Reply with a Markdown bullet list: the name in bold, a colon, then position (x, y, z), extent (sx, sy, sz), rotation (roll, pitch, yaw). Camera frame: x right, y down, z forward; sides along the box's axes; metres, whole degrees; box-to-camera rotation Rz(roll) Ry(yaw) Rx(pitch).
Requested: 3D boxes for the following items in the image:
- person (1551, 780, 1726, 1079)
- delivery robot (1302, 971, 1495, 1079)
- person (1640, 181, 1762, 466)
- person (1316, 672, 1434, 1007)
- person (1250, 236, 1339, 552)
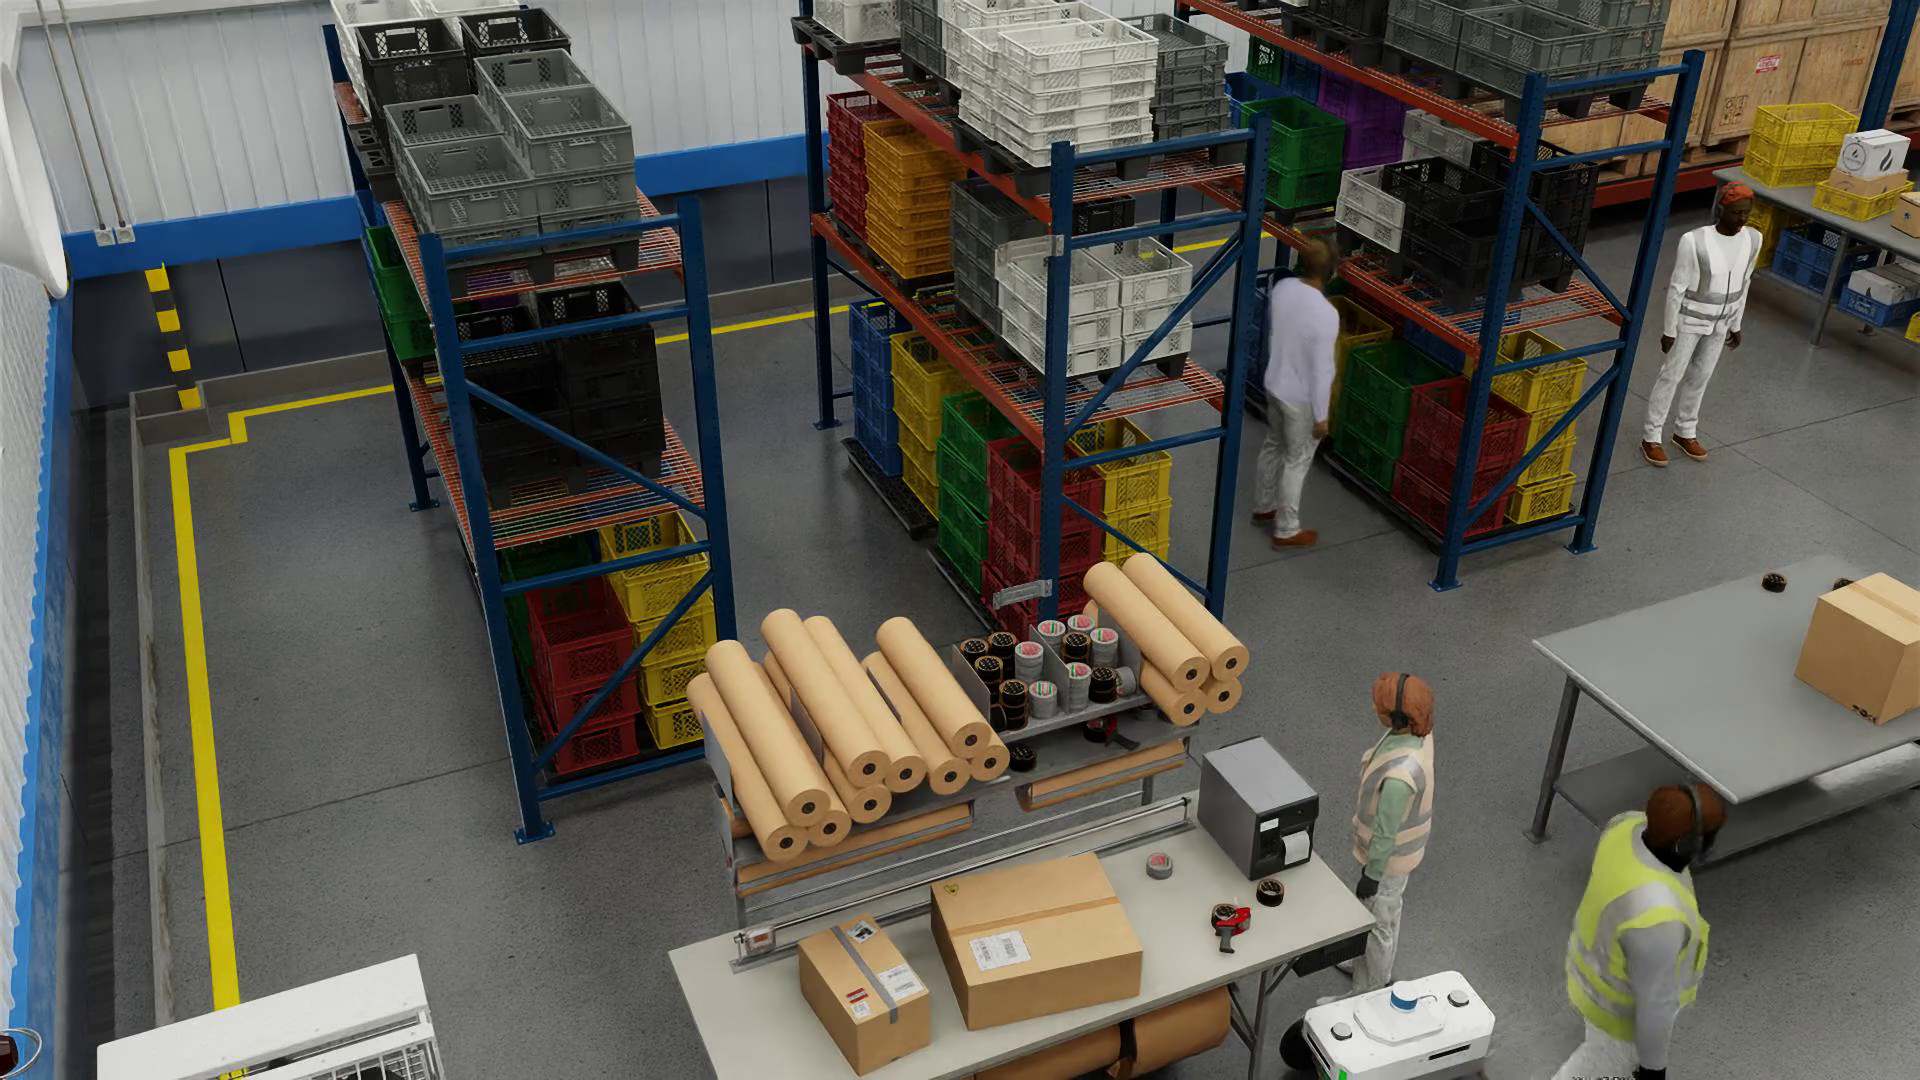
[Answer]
- **person**: position (2.351, 1.607, 5.881), extent (0.429, 1.834, 0.664), rotation (7, 32, 12)
- **delivery robot**: position (1.702, 1.921, 6.469), extent (0.707, 0.478, 0.477), rotation (-10, 33, -16)
- **person**: position (4.758, -1.375, 10.652), extent (0.575, 1.882, 0.355), rotation (-8, 32, -12)
- **person**: position (1.704, 1.224, 6.668), extent (0.324, 1.631, 0.521), rotation (11, 33, 17)
- **person**: position (1.973, -0.857, 9.768), extent (0.365, 1.932, 0.636), rotation (-10, 33, -16)
